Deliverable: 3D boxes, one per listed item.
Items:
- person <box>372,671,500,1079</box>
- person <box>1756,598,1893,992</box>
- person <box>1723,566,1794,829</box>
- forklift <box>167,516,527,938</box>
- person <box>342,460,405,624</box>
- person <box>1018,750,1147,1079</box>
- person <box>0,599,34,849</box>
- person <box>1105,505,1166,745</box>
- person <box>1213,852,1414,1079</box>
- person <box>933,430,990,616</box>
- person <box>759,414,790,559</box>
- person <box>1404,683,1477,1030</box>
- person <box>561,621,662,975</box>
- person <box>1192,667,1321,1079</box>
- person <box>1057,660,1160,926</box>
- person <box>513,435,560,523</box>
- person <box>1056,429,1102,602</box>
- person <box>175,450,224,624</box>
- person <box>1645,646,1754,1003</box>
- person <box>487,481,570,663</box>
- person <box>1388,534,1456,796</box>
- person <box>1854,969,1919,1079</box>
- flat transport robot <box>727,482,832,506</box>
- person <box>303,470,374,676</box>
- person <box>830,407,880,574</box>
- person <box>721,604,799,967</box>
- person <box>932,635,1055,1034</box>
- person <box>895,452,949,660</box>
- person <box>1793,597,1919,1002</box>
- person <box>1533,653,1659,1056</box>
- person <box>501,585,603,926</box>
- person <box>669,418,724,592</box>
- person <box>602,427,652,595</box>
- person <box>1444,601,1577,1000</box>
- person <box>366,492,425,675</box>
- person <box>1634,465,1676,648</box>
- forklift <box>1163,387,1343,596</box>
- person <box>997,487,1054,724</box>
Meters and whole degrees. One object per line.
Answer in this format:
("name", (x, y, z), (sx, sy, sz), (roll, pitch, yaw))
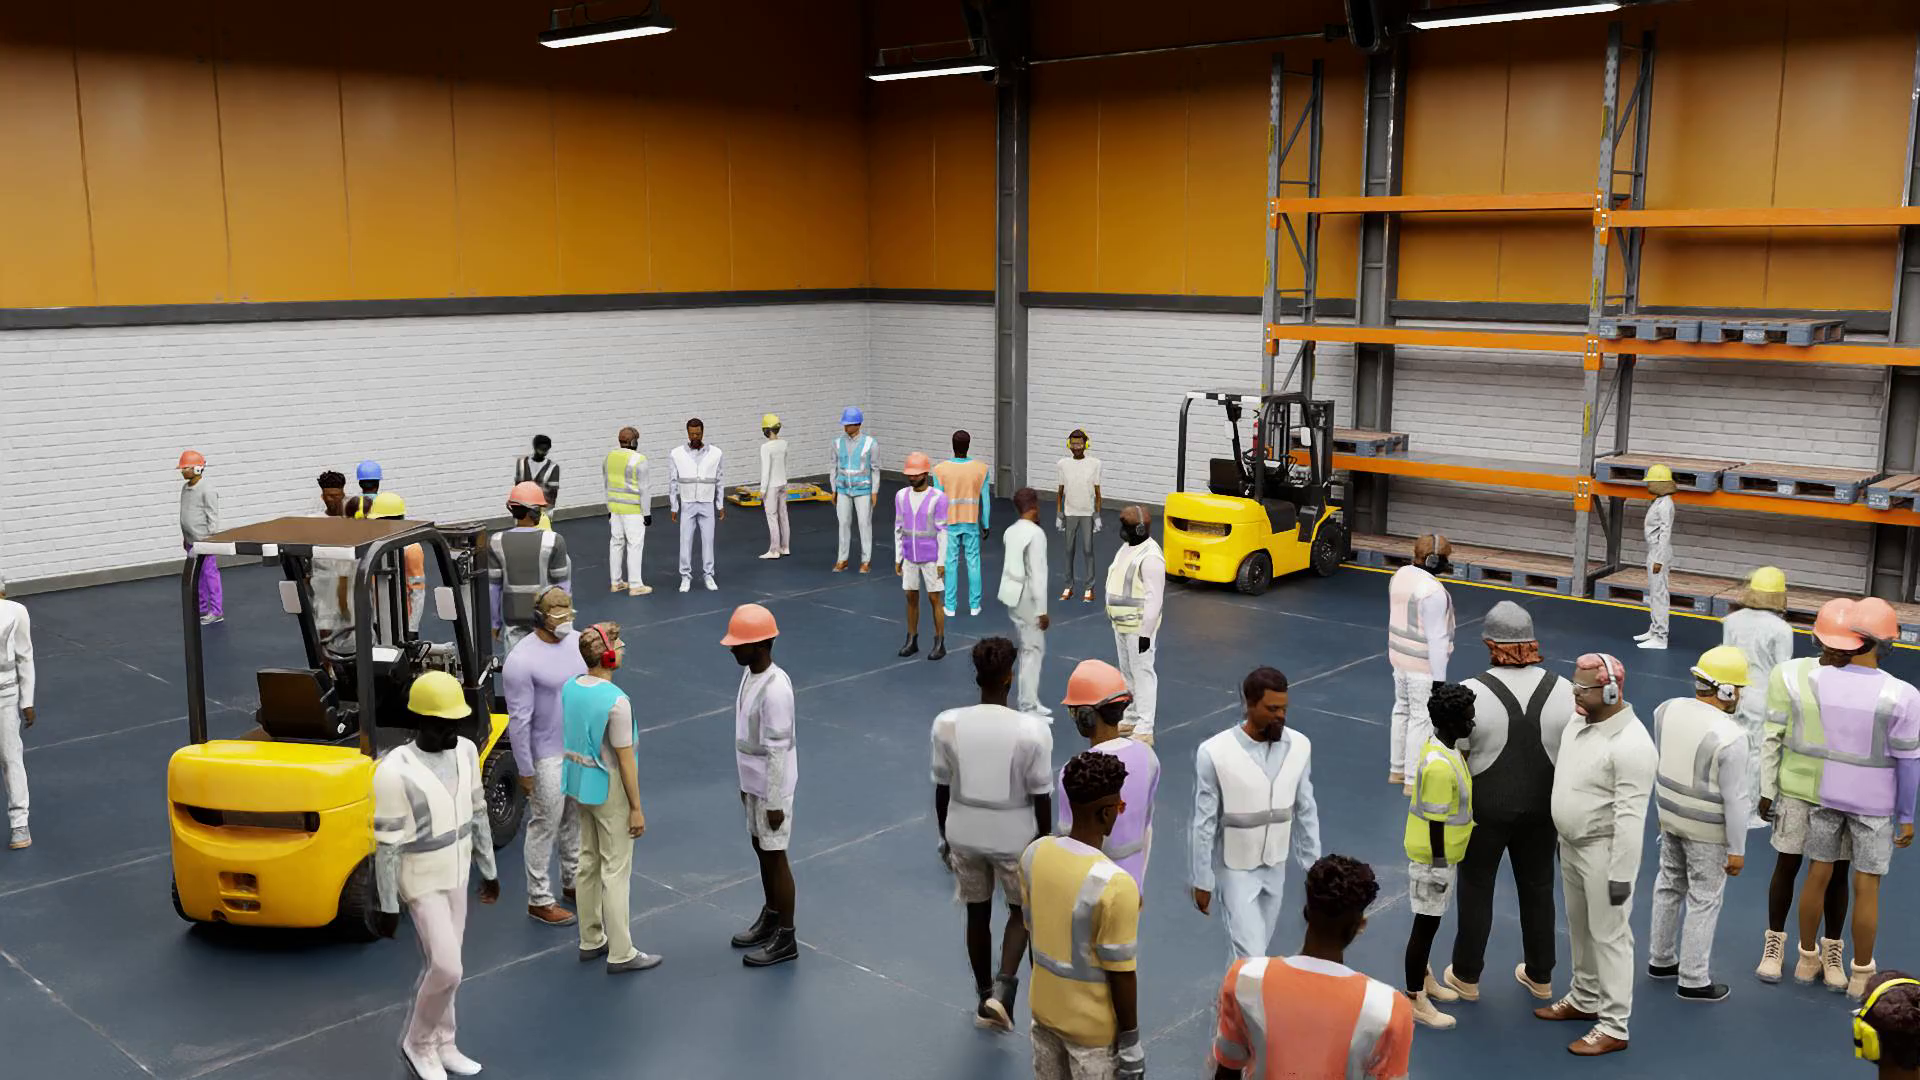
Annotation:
("person", (-2.327, 1.517, 7.468), (0.417, 1.911, 0.601), (4, 11, 22))
("person", (4.390, 1.285, 8.450), (0.605, 2.035, 0.384), (4, 11, 23))
("person", (5.135, 1.030, 10.773), (0.427, 1.734, 0.496), (-4, 11, -23))
("forklift", (-3.583, 0.976, 9.748), (1.214, 2.155, 2.313), (2, 10, 11))
("person", (-5.094, 0.273, 14.488), (0.605, 1.939, 0.415), (0, 10, -2))
("person", (0.455, 1.732, 6.126), (0.381, 1.958, 0.606), (-6, 12, -32))
("person", (-6.097, 1.019, 10.396), (0.573, 1.883, 0.356), (-3, 11, -19))
("person", (1.316, 0.648, 12.625), (0.429, 1.844, 0.624), (-3, 10, -15))
("person", (1.058, 1.925, 5.173), (0.634, 1.915, 0.979), (4, 11, 20))
("person", (0.015, -0.169, 17.055), (0.596, 1.918, 0.382), (-2, 10, -9))
("person", (-2.279, -0.649, 20.225), (0.318, 1.766, 0.535), (5, 11, 27))
("person", (2.330, 1.517, 8.109), (0.318, 1.691, 0.538), (3, 11, 19))
("person", (-1.856, 1.340, 8.660), (0.567, 1.850, 0.389), (10, 14, 44))
("person", (1.400, 1.516, 7.502), (0.610, 1.899, 0.669), (-5, 11, -29))
("person", (0.588, 1.516, 7.163), (0.409, 2.028, 0.618), (8, 13, 40))
("person", (-4.857, -0.384, 19.001), (0.586, 1.651, 0.645), (0, 10, -2))
("person", (1.273, -0.262, 17.766), (0.504, 1.861, 0.329), (2, 10, 13))
("person", (-7.675, -0.028, 16.742), (0.559, 1.745, 0.333), (7, 12, 35))
("person", (3.709, 1.415, 8.325), (0.403, 1.818, 0.604), (-3, 10, -17))
("person", (-3.214, 0.578, 12.459), (0.608, 2.039, 0.395), (0, 10, 1))
("person", (3.182, 0.857, 11.471), (0.429, 1.831, 0.639), (-2, 10, -11))
("person", (2.479, 2.068, 4.494), (0.514, 1.861, 0.322), (1, 10, 7))
("flat transport robot", (-2.680, -0.690, 24.707), (1.431, 0.197, 0.652), (-5, 11, -27))
("person", (-5.110, 0.398, 13.688), (0.607, 1.966, 0.367), (-2, 10, -13))
("person", (-1.223, -0.575, 19.295), (0.605, 1.944, 0.402), (3, 10, 17))
("person", (-1.055, 1.281, 8.776), (0.387, 1.929, 0.547), (-4, 11, -21))
("person", (0.147, 1.419, 7.922), (0.601, 1.948, 0.533), (3, 10, 14))
("person", (-0.368, 0.147, 15.241), (0.544, 1.928, 0.401), (5, 11, 27))
("person", (4.497, 1.293, 8.373), (0.370, 2.044, 0.608), (-8, 13, -39))
("person", (2.983, 1.461, 7.849), (0.397, 1.900, 0.649), (-1, 10, -6))
("person", (-2.269, 1.191, 9.301), (0.367, 1.926, 0.637), (5, 11, 27))
("person", (-2.896, -0.389, 18.312), (0.596, 1.915, 0.374), (-3, 10, -16))
("person", (-3.624, -0.322, 18.211), (0.641, 1.833, 0.431), (7, 12, 36))
("person", (2.737, 1.292, 8.390), (0.686, 2.000, 0.535), (0, 10, 0))
("person", (-4.305, 0.590, 12.707), (0.587, 1.928, 0.363), (8, 13, 38))
("person", (6.571, 0.154, 15.719), (0.319, 1.741, 0.492), (3, 10, 17))
("forklift", (3.298, -0.608, 18.767), (1.214, 2.155, 2.313), (9, 13, 42))
("person", (0.543, 0.521, 13.273), (0.470, 1.870, 0.632), (-2, 10, -13))
